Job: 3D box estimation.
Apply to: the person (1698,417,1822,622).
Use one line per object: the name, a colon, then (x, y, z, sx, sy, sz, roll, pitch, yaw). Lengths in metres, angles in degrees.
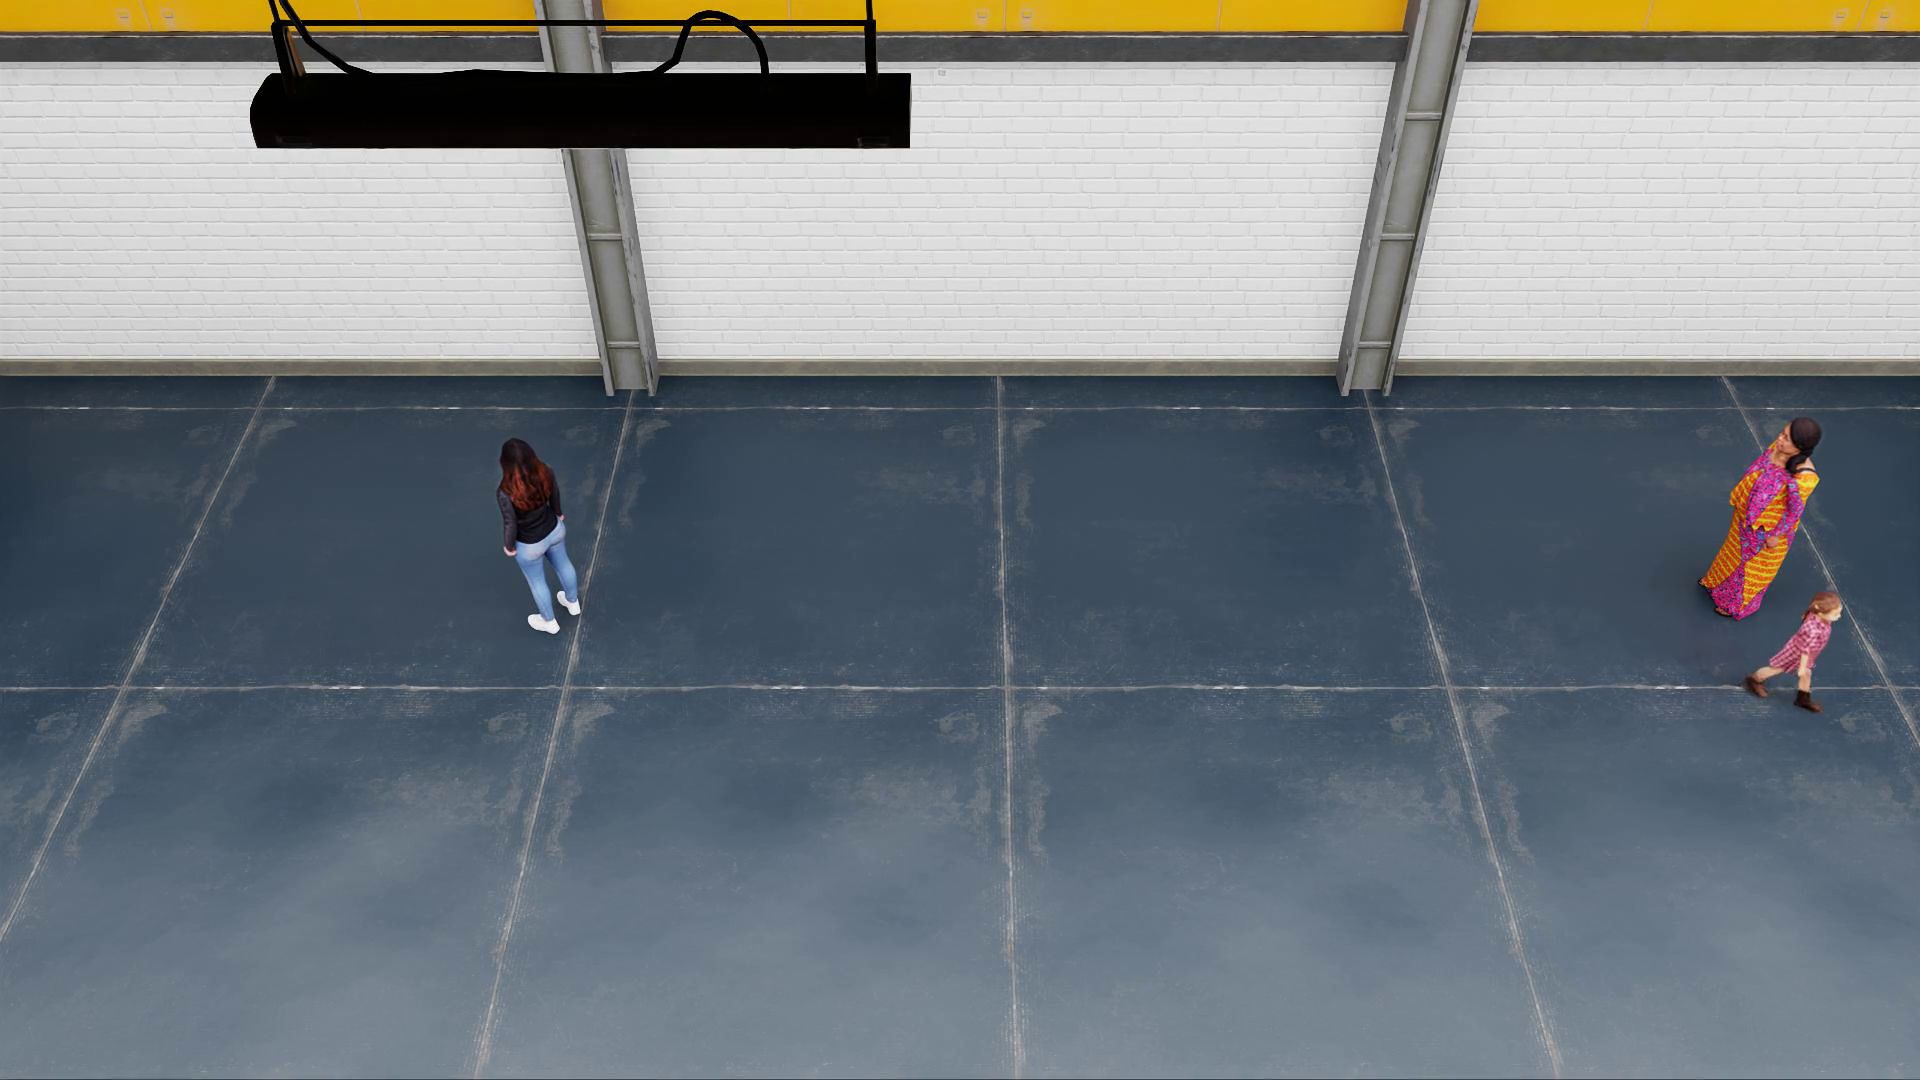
person: (5.474, -0.181, 11.307, 0.660, 1.682, 0.658, -3, 44, -3)

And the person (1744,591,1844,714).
person: (5.459, 0.697, 10.873, 0.789, 1.009, 0.676, 26, 50, 25)

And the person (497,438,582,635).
person: (-2.847, -0.044, 11.198, 0.757, 1.634, 0.723, 28, 50, 26)
